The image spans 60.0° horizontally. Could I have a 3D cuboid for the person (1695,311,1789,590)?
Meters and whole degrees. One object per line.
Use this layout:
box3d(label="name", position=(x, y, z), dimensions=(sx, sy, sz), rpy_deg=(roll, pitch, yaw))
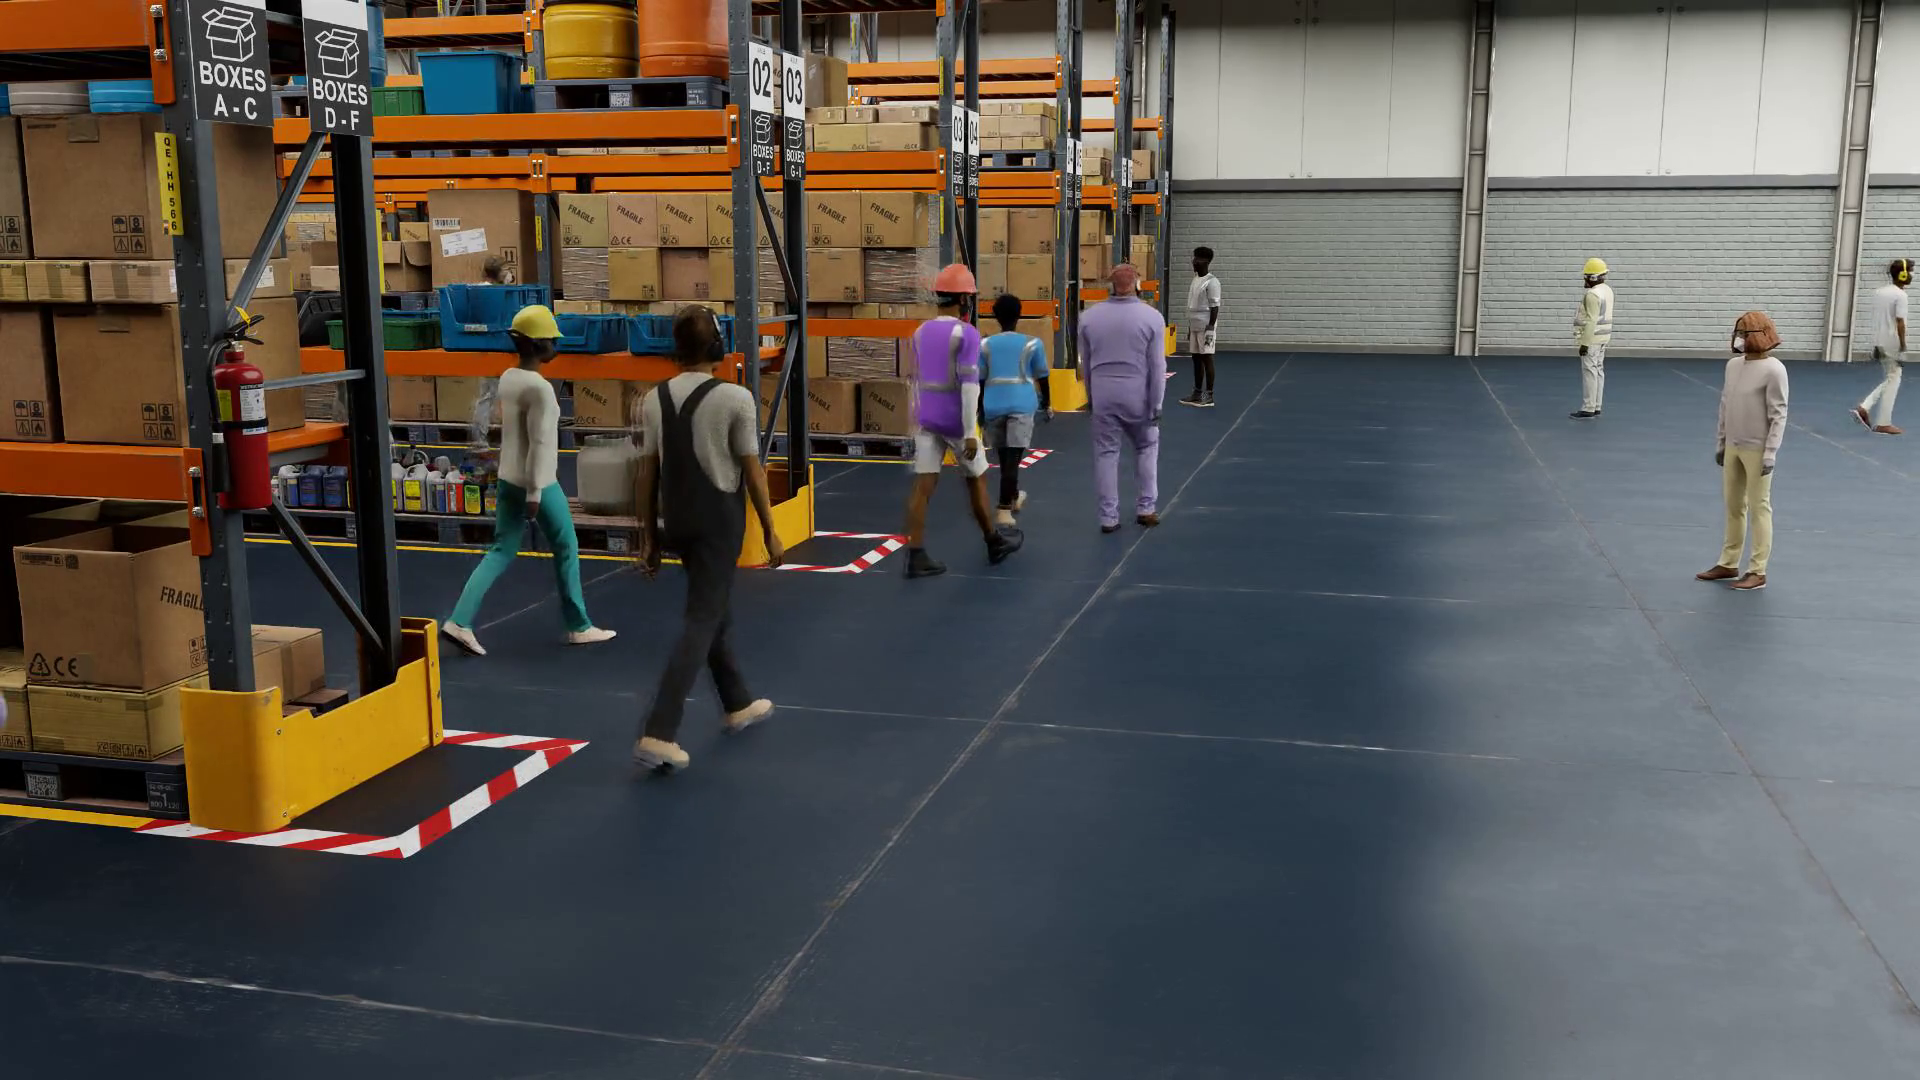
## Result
box3d(label="person", position=(4.625, -0.525, 9.771), dimensions=(0.283, 1.633, 0.501), rpy_deg=(-2, 10, -12))

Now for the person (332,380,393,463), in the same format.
box3d(label="person", position=(-5.267, -1.345, 14.451), dimensions=(0.890, 1.574, 0.514), rpy_deg=(5, 11, 26))

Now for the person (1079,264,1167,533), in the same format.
box3d(label="person", position=(1.181, -1.000, 11.759), dimensions=(0.637, 1.873, 0.717), rpy_deg=(4, 11, 21))

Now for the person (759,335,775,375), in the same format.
box3d(label="person", position=(-2.265, -2.471, 19.463), dimensions=(0.396, 2.037, 0.609), rpy_deg=(2, 10, 12))

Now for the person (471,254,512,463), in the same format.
box3d(label="person", position=(-4.129, -1.658, 15.285), dimensions=(0.876, 1.909, 0.649), rpy_deg=(-3, 11, -15))

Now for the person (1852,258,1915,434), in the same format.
box3d(label="person", position=(9.796, -2.032, 17.518), dimensions=(0.446, 1.852, 0.545), rpy_deg=(1, 10, 5))

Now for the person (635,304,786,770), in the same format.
box3d(label="person", position=(-1.031, -0.026, 6.577), dimensions=(0.515, 1.805, 0.964), rpy_deg=(6, 12, 32))

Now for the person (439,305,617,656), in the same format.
box3d(label="person", position=(-2.179, -0.292, 8.214), dimensions=(0.847, 1.731, 0.526), rpy_deg=(-9, 14, -42))

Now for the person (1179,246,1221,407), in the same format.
box3d(label="person", position=(2.974, -2.628, 20.507), dimensions=(0.368, 1.966, 0.602), rpy_deg=(-4, 11, -19))

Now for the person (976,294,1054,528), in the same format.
box3d(label="person", position=(0.387, -0.940, 12.001), dimensions=(0.538, 1.643, 0.906), rpy_deg=(4, 11, 21))

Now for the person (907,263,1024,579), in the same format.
box3d(label="person", position=(0.001, -0.736, 10.226), dimensions=(0.569, 1.888, 0.957), rpy_deg=(9, 14, 42))

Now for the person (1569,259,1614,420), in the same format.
box3d(label="person", position=(7.218, -2.290, 19.010), dimensions=(0.404, 1.829, 0.600), rpy_deg=(8, 13, 37))

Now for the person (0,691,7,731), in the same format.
box3d(label="person", position=(-3.257, 0.250, 5.150), dimensions=(0.417, 1.749, 0.539), rpy_deg=(2, 10, 8))
